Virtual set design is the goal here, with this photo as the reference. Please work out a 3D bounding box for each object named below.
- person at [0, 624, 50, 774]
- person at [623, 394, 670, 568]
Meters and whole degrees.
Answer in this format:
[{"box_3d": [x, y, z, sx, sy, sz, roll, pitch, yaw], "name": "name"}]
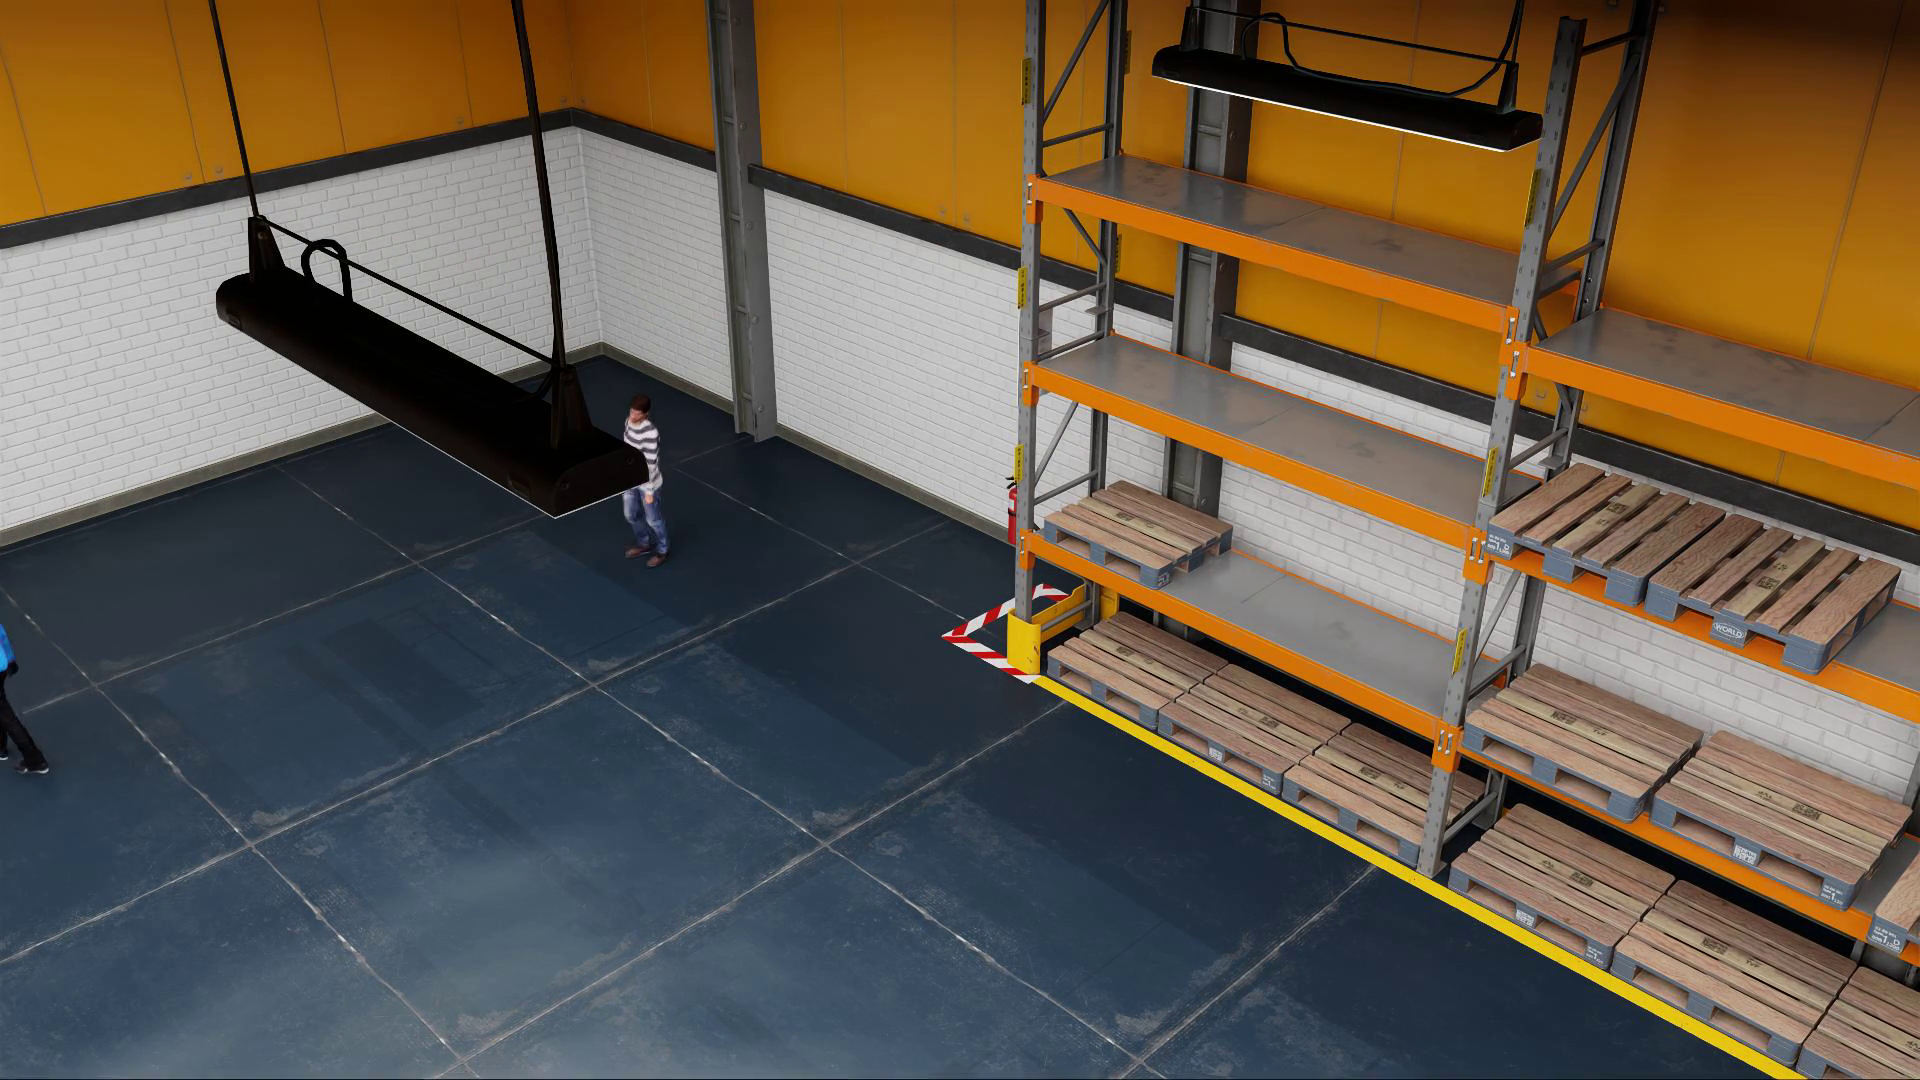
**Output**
[{"box_3d": [-7.295, 1.040, 12.631, 1.038, 1.779, 0.930, 5, 29, 9], "name": "person"}, {"box_3d": [-2.929, -0.571, 15.544, 0.774, 1.818, 0.539, -15, 32, -26], "name": "person"}]
